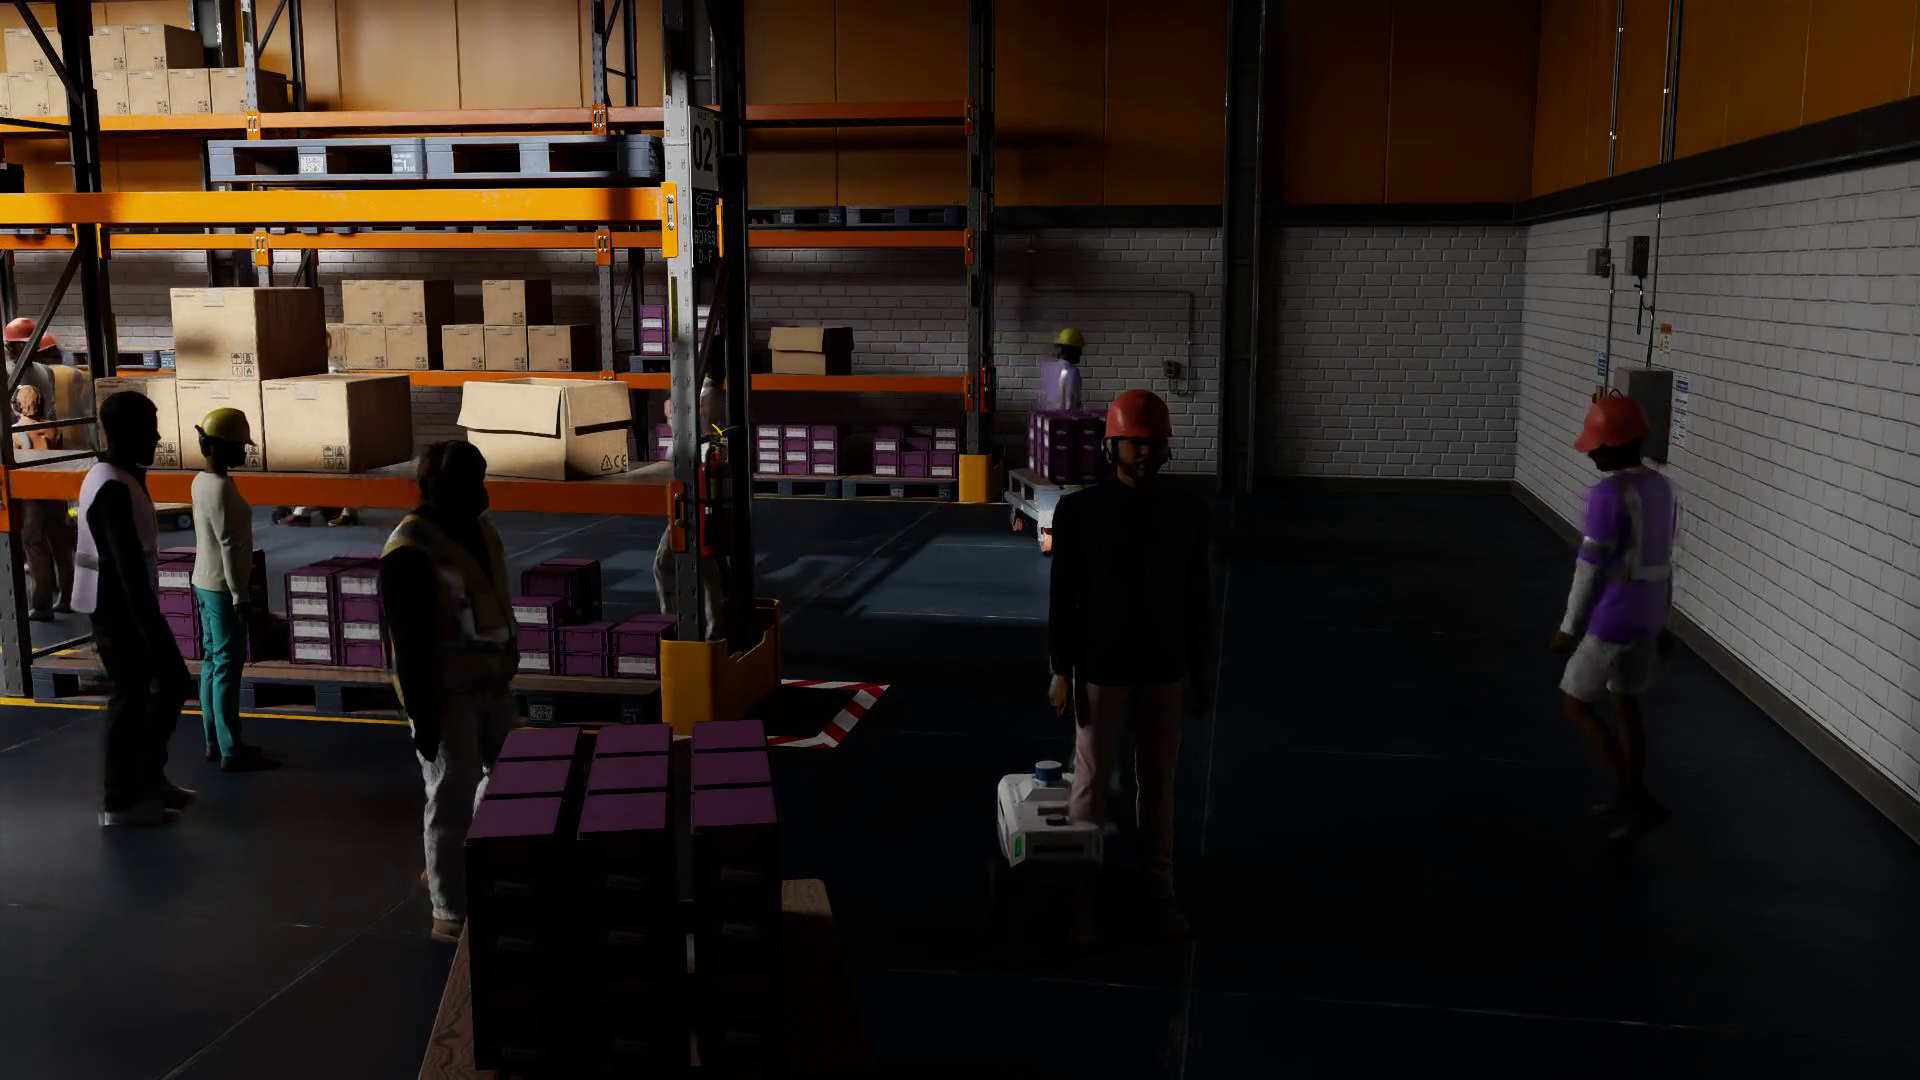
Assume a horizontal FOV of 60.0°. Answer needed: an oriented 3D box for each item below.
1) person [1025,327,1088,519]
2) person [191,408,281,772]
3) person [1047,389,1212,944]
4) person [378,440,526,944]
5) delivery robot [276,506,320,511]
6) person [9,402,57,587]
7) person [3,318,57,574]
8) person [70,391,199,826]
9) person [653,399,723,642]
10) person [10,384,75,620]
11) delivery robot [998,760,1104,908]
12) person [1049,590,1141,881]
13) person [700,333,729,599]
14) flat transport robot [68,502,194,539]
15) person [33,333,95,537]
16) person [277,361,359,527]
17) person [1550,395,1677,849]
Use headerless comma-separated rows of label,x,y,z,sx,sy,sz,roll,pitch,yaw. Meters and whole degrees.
person,0.976,-1.125,16.174,0.965,1.885,0.604,-4,10,-25
person,-3.544,0.239,8.080,0.327,1.760,0.523,-7,11,-36
person,0.617,0.455,5.995,0.612,1.997,0.375,-2,9,-12
person,-1.783,0.550,5.929,0.449,1.827,0.656,2,9,12
delivery robot,-6.252,-0.487,16.013,0.707,0.478,0.477,-2,9,-15
person,-7.234,-0.532,12.497,0.974,1.890,0.548,-1,9,-5
person,-7.465,-0.757,13.369,0.379,2.045,0.605,3,10,20
person,-3.587,0.304,7.228,0.480,1.903,0.610,-3,10,-20
person,-1.767,-0.103,10.643,0.589,1.620,0.527,4,10,25
person,-6.406,-0.261,11.543,0.315,1.640,0.515,2,9,12
delivery robot,0.333,1.079,6.295,0.477,0.478,0.707,0,9,-3
person,0.672,0.549,6.713,0.593,1.569,0.883,-7,11,-36
person,-1.777,-0.527,12.185,0.362,1.962,0.613,-2,9,-11
flat transport robot,-7.686,-0.216,15.497,0.652,0.197,1.431,9,13,44
person,-7.954,-0.899,14.721,0.620,1.896,0.499,-9,13,-43
person,-6.047,-1.014,15.550,0.837,1.853,0.605,-8,12,-41
person,2.805,0.347,6.945,0.585,1.909,0.485,-7,12,-38
